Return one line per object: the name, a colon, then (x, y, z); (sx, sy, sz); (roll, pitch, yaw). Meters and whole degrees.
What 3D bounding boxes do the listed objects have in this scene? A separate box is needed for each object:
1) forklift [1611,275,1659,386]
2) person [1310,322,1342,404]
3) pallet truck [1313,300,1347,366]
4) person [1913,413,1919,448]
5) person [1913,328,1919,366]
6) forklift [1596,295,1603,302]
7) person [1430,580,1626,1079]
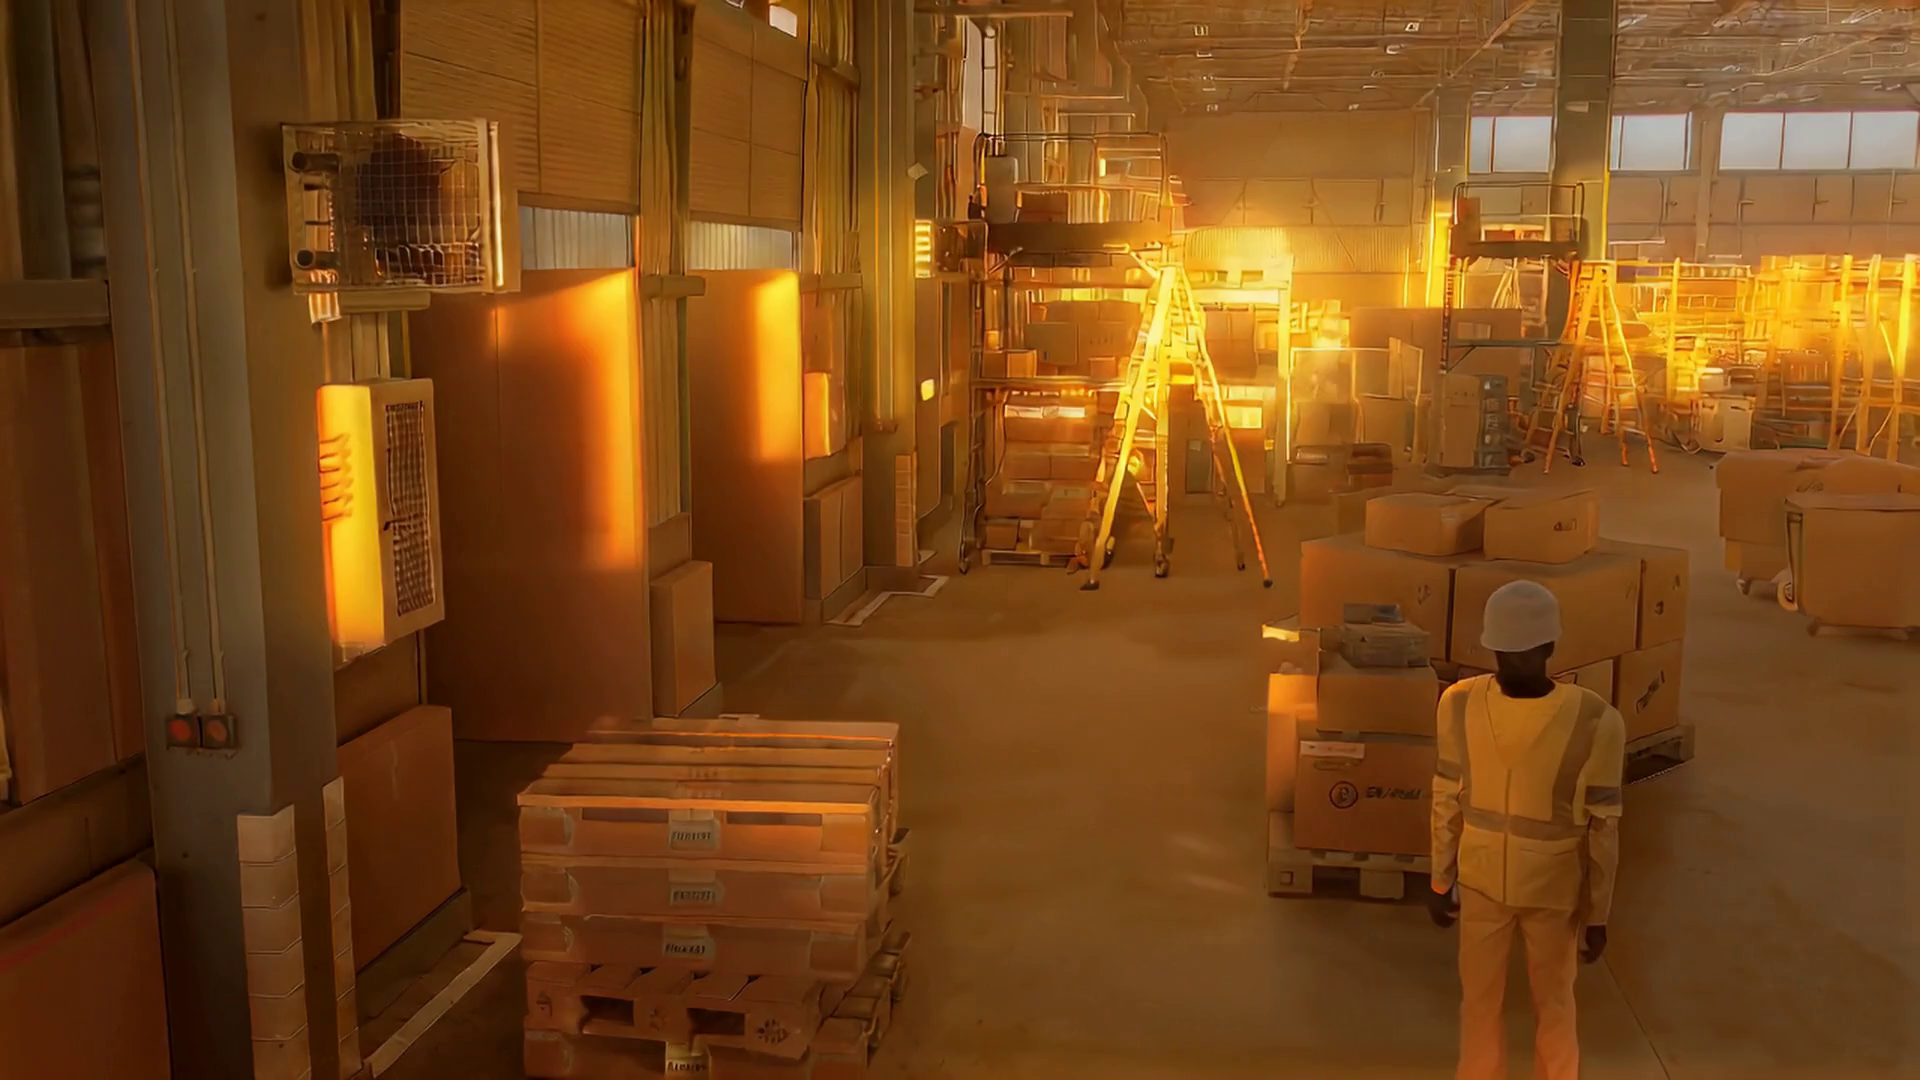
forklift: (16.302, -5.241, 41.090); (1.873, 2.768, 1.129); (4, 10, 22)
person: (7.095, -3.285, 32.197); (0.558, 1.867, 1.120); (-2, 9, -12)
pallet truck: (11.159, -6.200, 49.718); (0.823, 1.965, 1.885); (4, 10, 26)
person: (15.623, -2.340, 26.737); (0.345, 1.736, 0.485); (9, 13, 43)
person: (20.796, -3.879, 35.616); (0.654, 1.925, 0.516); (0, 9, 0)
forklift: (16.978, -5.911, 45.220); (1.129, 2.768, 1.873); (3, 10, 16)
person: (1.726, 1.065, 5.168); (0.588, 1.918, 0.399); (7, 12, 37)
